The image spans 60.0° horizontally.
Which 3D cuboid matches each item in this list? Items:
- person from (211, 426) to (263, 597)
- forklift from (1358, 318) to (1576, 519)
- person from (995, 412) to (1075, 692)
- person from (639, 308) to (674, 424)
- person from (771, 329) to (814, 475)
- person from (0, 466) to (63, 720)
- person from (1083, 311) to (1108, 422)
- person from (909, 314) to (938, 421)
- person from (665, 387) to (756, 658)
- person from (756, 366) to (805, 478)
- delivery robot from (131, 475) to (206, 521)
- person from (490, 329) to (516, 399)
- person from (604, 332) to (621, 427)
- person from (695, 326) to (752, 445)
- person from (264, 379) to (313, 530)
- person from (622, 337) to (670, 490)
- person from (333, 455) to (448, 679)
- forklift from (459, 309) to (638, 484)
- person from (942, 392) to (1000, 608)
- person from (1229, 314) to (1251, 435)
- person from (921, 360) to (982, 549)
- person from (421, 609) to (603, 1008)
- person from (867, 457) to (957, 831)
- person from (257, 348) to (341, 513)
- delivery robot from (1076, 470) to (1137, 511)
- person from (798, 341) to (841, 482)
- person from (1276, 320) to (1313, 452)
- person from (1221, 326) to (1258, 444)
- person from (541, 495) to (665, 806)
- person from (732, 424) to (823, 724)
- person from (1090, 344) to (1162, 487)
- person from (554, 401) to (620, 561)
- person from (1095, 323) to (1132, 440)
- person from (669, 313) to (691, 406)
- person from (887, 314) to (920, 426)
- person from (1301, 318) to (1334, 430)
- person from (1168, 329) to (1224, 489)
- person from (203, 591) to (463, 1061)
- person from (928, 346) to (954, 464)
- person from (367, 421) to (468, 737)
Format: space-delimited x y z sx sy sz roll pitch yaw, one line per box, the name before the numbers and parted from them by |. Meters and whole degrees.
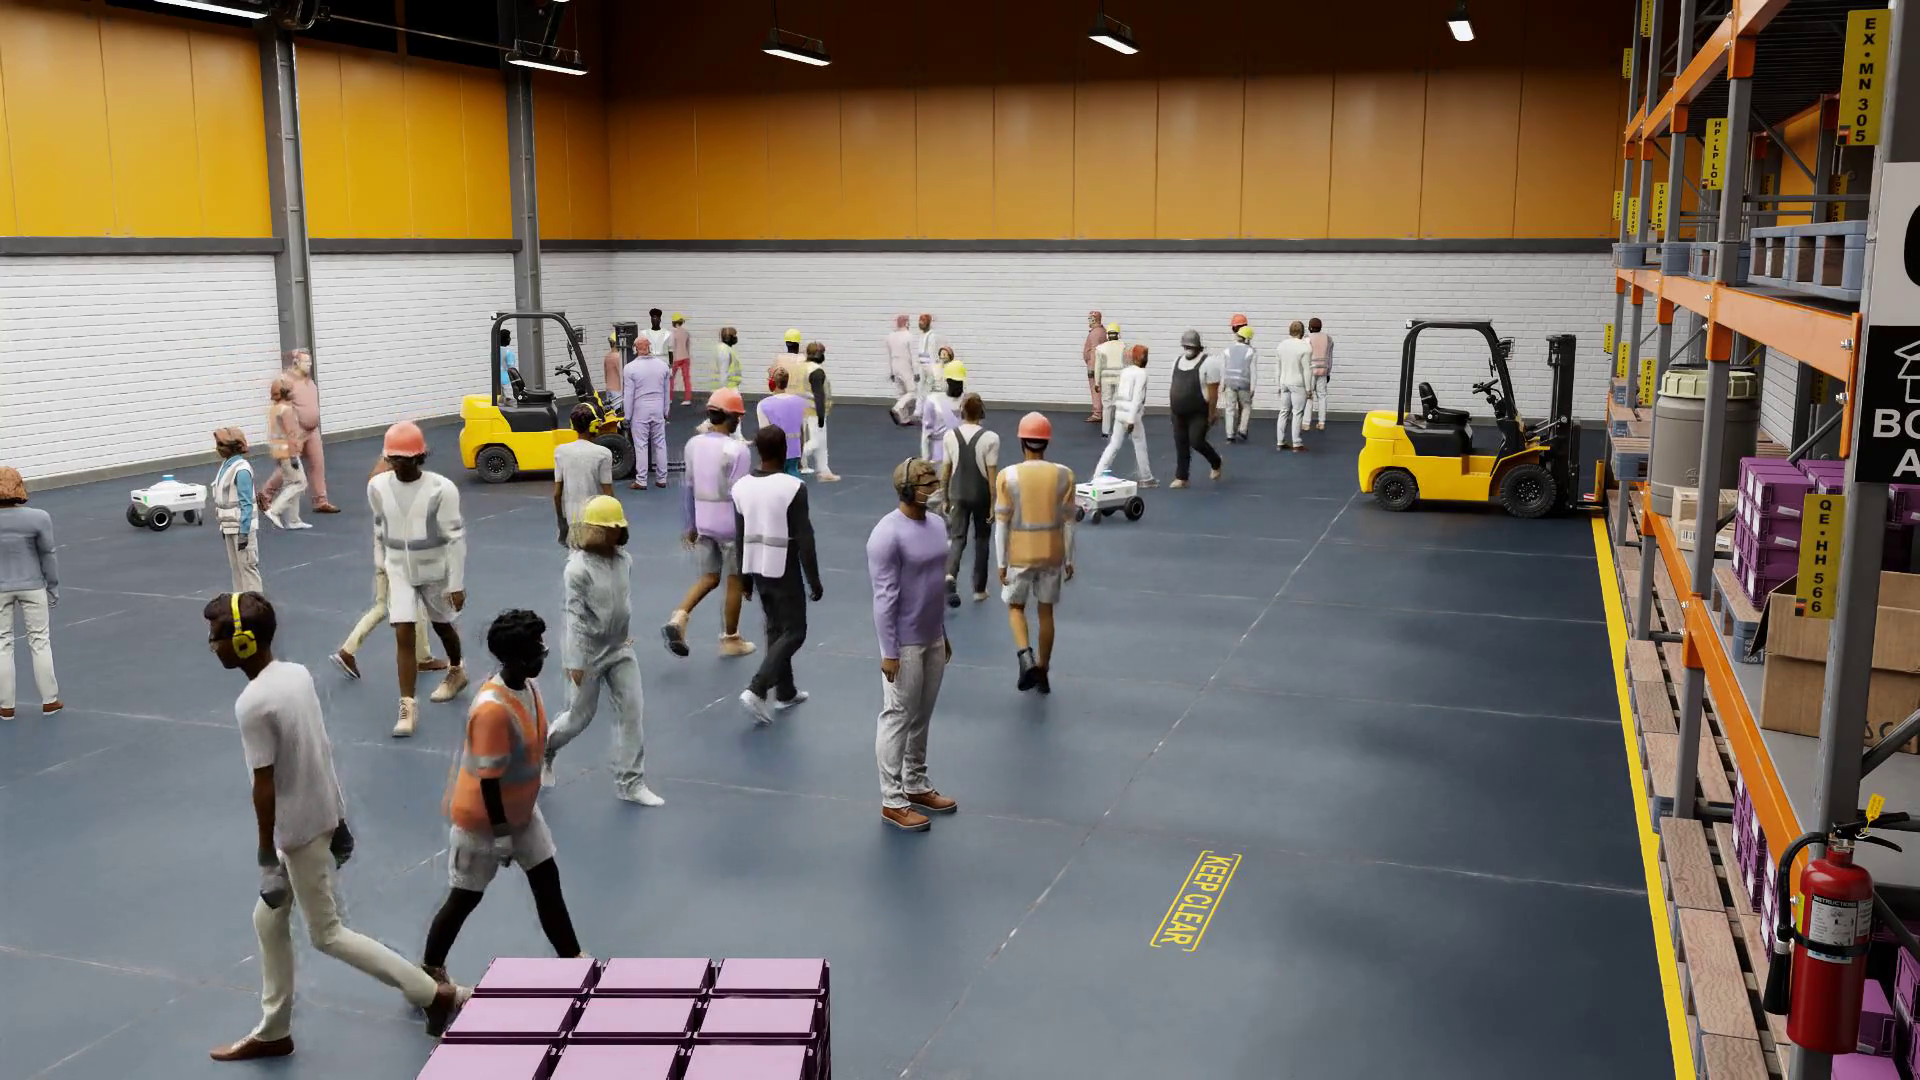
person | -5.622 -0.070 12.954 0.307 1.637 0.511 -8 13 -39
forklift | 5.787 -1.437 19.079 2.313 2.155 1.214 3 11 19
person | 0.509 0.106 11.174 0.553 1.923 0.530 -1 10 -7
person | -5.150 -2.946 28.218 0.603 1.966 0.368 -1 10 -7
person | -2.208 -1.823 22.007 0.585 1.928 0.368 4 11 21
person | -6.054 0.337 10.667 0.505 1.633 0.279 -5 11 -26
person | 2.311 -2.972 28.538 0.403 1.906 0.651 4 11 20
person | -0.488 -2.994 28.817 0.851 1.857 0.579 -5 11 -25
person | -1.800 -0.094 12.033 0.643 2.016 0.707 7 13 36
person | -1.758 -0.789 16.397 0.388 1.849 0.565 10 14 43
delivery robot | -8.519 -0.459 17.922 0.477 0.478 0.707 8 13 37
person | -7.249 -2.511 26.529 0.541 1.696 0.315 8 13 36
person | -5.053 -2.192 24.550 0.325 1.764 0.523 -8 13 -38
person | -3.591 -2.322 25.142 0.786 1.816 0.631 -2 10 -9
person | -7.124 -0.887 17.562 0.439 1.624 0.540 -7 12 -36
person | -3.909 -1.572 20.669 0.636 1.902 0.406 -8 13 -39
person | -4.016 0.177 11.651 0.761 1.606 0.511 -9 13 -40
forklift | -5.354 -1.902 21.697 2.313 2.155 1.214 -2 10 -13
person | 0.070 -0.327 13.919 0.511 1.820 0.810 3 10 16
person | 4.464 -2.648 26.625 0.364 1.938 0.543 0 10 2
person | -0.057 -0.816 16.408 0.592 1.901 0.454 -5 11 -27
person | -1.762 1.065 6.512 0.891 1.633 0.572 1 10 8
person | -0.239 0.531 8.717 0.370 1.940 0.631 5 11 27
person | -7.523 -1.222 18.778 0.866 1.879 0.647 3 10 15
delivery robot | 1.607 -0.525 18.297 0.707 0.478 0.477 -8 13 -38
person | -1.902 -1.614 21.139 0.763 1.816 0.638 -3 11 -19
person | 4.901 -2.251 24.417 0.368 1.933 0.633 -8 13 -38
person | 4.278 -2.375 25.452 0.610 1.798 0.575 5 11 25
person | -2.009 0.587 9.057 0.793 1.712 0.488 7 12 33
person | -1.186 0.209 10.652 0.614 1.898 0.762 8 13 37
person | 2.045 -1.510 20.613 1.054 1.814 0.585 -6 12 -30
person | -2.795 -0.105 12.488 0.521 1.873 0.336 4 11 19
person | 2.393 -2.473 25.969 0.587 1.821 0.404 0 10 -1
person | -5.386 -3.419 31.502 0.827 1.730 0.552 9 14 42
person | -0.957 -2.812 27.660 0.637 1.889 0.661 -10 14 -43
person | 5.808 -2.724 27.319 0.621 1.845 0.429 -3 10 -15
person | 2.932 -1.660 20.766 0.731 2.000 0.710 -10 14 -43
person | -2.327 1.068 6.091 0.879 1.817 0.535 -1 10 -6
person | -0.200 -1.868 23.060 0.514 1.643 0.307 4 11 21
person | -3.423 0.188 10.642 0.619 1.960 1.120 0 10 2
